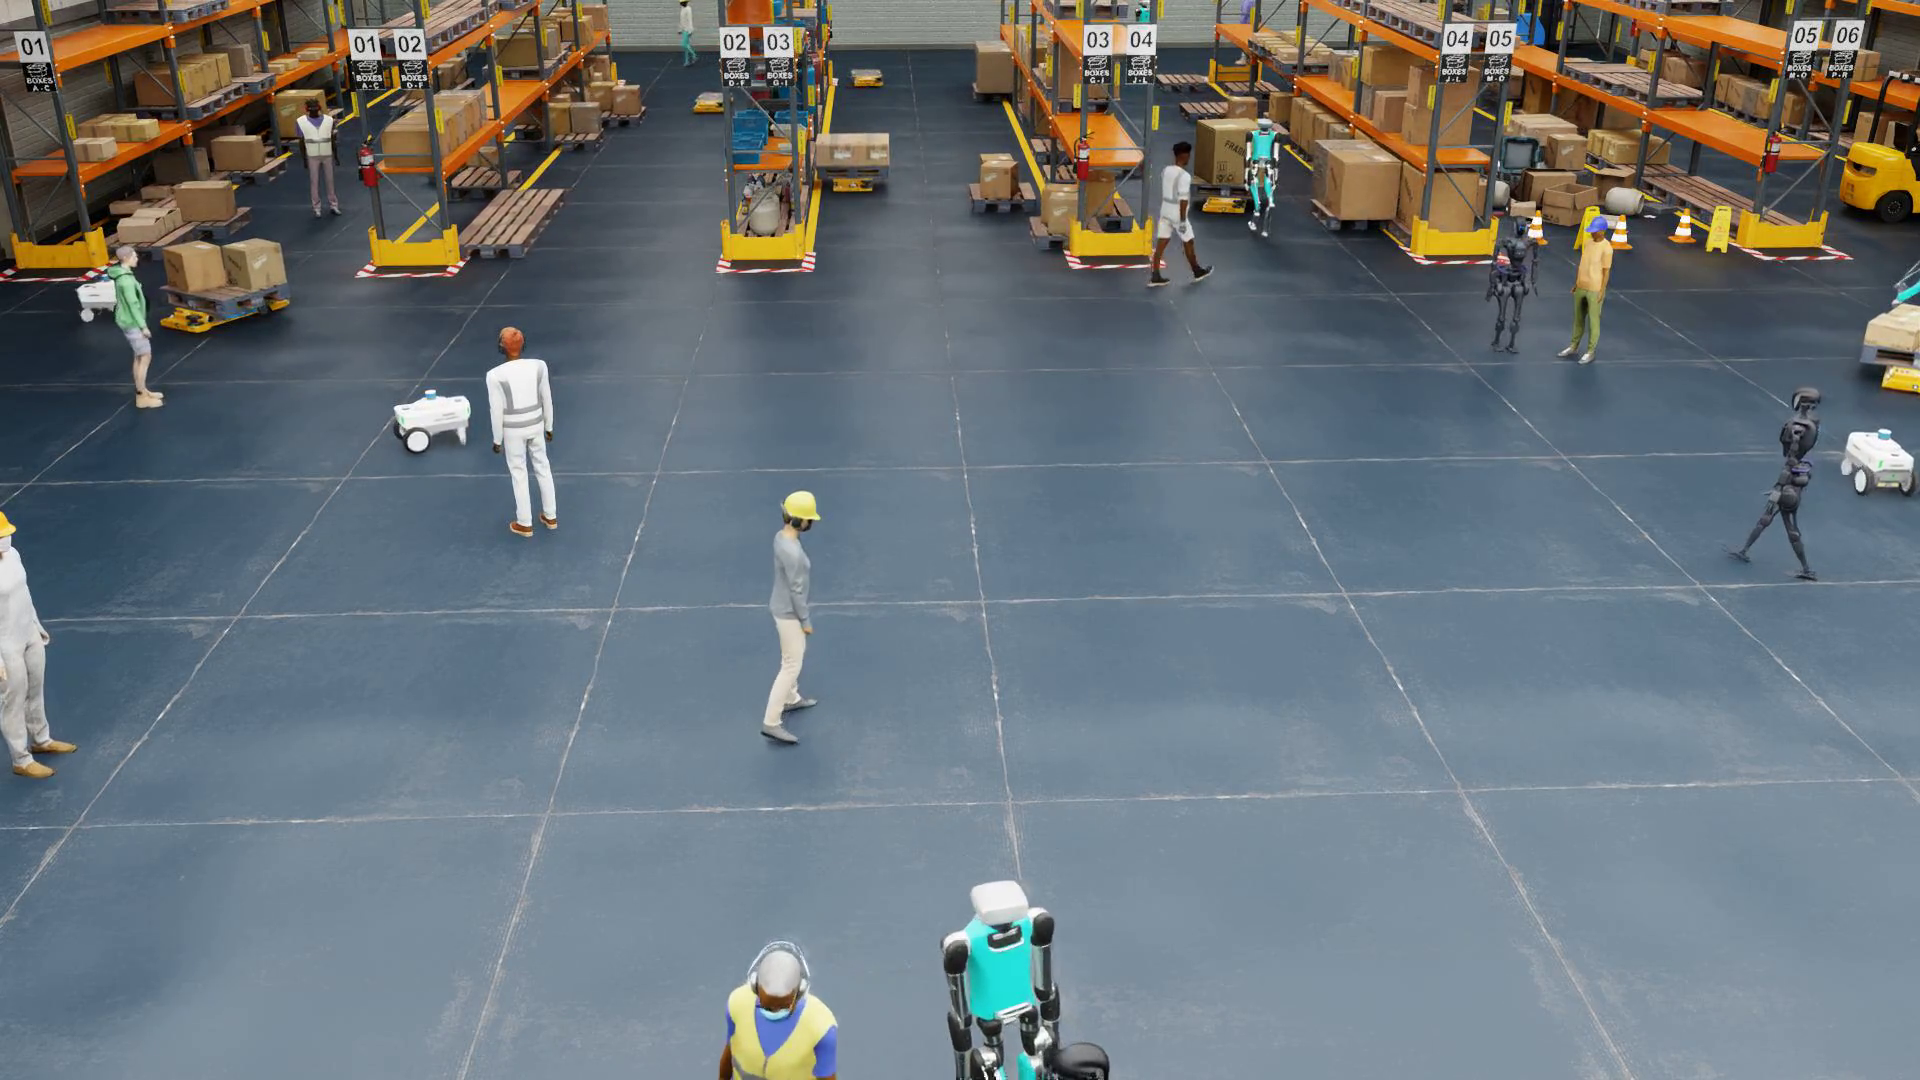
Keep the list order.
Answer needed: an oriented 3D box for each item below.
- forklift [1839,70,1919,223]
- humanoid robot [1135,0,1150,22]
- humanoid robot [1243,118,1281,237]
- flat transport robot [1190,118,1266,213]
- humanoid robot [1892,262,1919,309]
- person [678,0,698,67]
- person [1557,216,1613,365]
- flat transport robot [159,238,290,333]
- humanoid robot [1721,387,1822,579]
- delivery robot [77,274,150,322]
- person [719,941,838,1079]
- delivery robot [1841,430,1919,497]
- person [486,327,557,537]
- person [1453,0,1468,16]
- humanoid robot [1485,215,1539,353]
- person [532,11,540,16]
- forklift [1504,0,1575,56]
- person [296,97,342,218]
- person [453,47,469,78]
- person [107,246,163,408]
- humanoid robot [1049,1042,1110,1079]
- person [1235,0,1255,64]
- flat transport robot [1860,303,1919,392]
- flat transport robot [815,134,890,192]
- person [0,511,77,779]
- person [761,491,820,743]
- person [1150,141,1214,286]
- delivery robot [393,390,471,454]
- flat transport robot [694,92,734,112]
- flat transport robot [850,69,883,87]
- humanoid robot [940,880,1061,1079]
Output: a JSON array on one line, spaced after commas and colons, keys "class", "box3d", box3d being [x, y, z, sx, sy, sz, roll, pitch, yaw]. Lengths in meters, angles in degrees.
[{"class": "forklift", "box3d": [15.132, -6.143, 25.915, 2.313, 2.155, 1.214, -1, 24, -2]}, {"class": "humanoid robot", "box3d": [4.139, -11.843, 39.114, 0.533, 1.677, 0.735, -18, 30, -35]}, {"class": "humanoid robot", "box3d": [4.489, -5.300, 24.589, 0.544, 1.721, 1.002, -1, 24, -2]}, {"class": "flat transport robot", "box3d": [4.322, -5.540, 26.921, 0.659, 0.231, 1.431, 5, 25, 12]}, {"class": "humanoid robot", "box3d": [11.475, -3.199, 19.886, 0.681, 1.824, 0.539, 10, 26, 20]}, {"class": "person", "box3d": [-6.686, -12.431, 40.565, 0.380, 1.752, 0.532, -9, 25, -19]}, {"class": "person", "box3d": [7.243, -2.887, 19.183, 0.362, 1.715, 0.436, -11, 26, -23]}, {"class": "flat transport robot", "box3d": [-9.291, -2.922, 21.039, 0.659, 0.231, 1.431, 13, 27, 27]}, {"class": "humanoid robot", "box3d": [6.900, -0.484, 13.889, 0.786, 1.630, 0.595, 14, 28, 29]}, {"class": "delivery robot", "box3d": [-10.693, -3.052, 20.974, 0.791, 0.592, 0.499, -2, 24, -4]}, {"class": "person", "box3d": [-0.809, 2.476, 6.960, 0.607, 1.855, 0.736, 6, 25, 13]}, {"class": "delivery robot", "box3d": [8.731, -0.741, 15.792, 0.499, 0.599, 0.774, 1, 24, 2]}, {"class": "person", "box3d": [-3.842, -0.951, 14.625, 0.581, 1.882, 0.337, -19, 30, -36]}, {"class": "person", "box3d": [11.995, -12.126, 39.791, 0.783, 1.826, 0.573, -1, 24, -3]}, {"class": "humanoid robot", "box3d": [6.503, -3.014, 19.529, 0.610, 1.636, 0.412, 0, 24, 0]}, {"class": "person", "box3d": [-10.481, -12.614, 40.856, 0.386, 1.863, 0.516, -3, 24, -7]}, {"class": "forklift", "box3d": [14.700, -13.805, 42.301, 1.873, 2.768, 1.129, -1, 24, -2]}, {"class": "person", "box3d": [-10.001, -5.988, 25.986, 0.563, 1.846, 0.397, -15, 28, -31]}, {"class": "person", "box3d": [-11.374, -11.089, 37.630, 0.532, 1.697, 0.322, 3, 24, 7]}, {"class": "person", "box3d": [-8.837, -2.279, 17.795, 0.327, 1.729, 0.493, -13, 27, -27]}, {"class": "humanoid robot", "box3d": [0.406, 2.710, 6.710, 0.684, 1.641, 0.590, -8, 25, -17]}, {"class": "person", "box3d": [7.166, -12.679, 41.111, 0.430, 1.778, 0.696, 19, 30, 36]}, {"class": "flat transport robot", "box3d": [10.897, -1.957, 18.870, 0.659, 0.231, 1.431, 13, 27, 27]}, {"class": "flat transport robot", "box3d": [-1.810, -6.150, 28.291, 0.659, 0.231, 1.431, -1, 24, -2]}, {"class": "person", "box3d": [-6.245, 0.663, 10.986, 0.372, 1.893, 0.581, 1, 24, 2]}, {"class": "person", "box3d": [-1.191, 0.517, 11.498, 0.512, 1.740, 0.716, -5, 24, -11]}, {"class": "person", "box3d": [2.980, -4.375, 22.271, 0.968, 1.915, 0.626, -12, 27, -26]}, {"class": "delivery robot", "box3d": [-5.365, -1.205, 16.850, 0.783, 0.611, 0.514, -13, 27, -27]}, {"class": "flat transport robot", "box3d": [-5.245, -9.335, 35.447, 0.659, 0.231, 1.431, 0, 24, 1]}, {"class": "flat transport robot", "box3d": [-2.172, -10.708, 38.533, 0.659, 0.231, 1.431, -3, 24, -7]}, {"class": "humanoid robot", "box3d": [0.297, 2.414, 7.256, 0.540, 1.765, 0.874, -11, 26, -24]}]
